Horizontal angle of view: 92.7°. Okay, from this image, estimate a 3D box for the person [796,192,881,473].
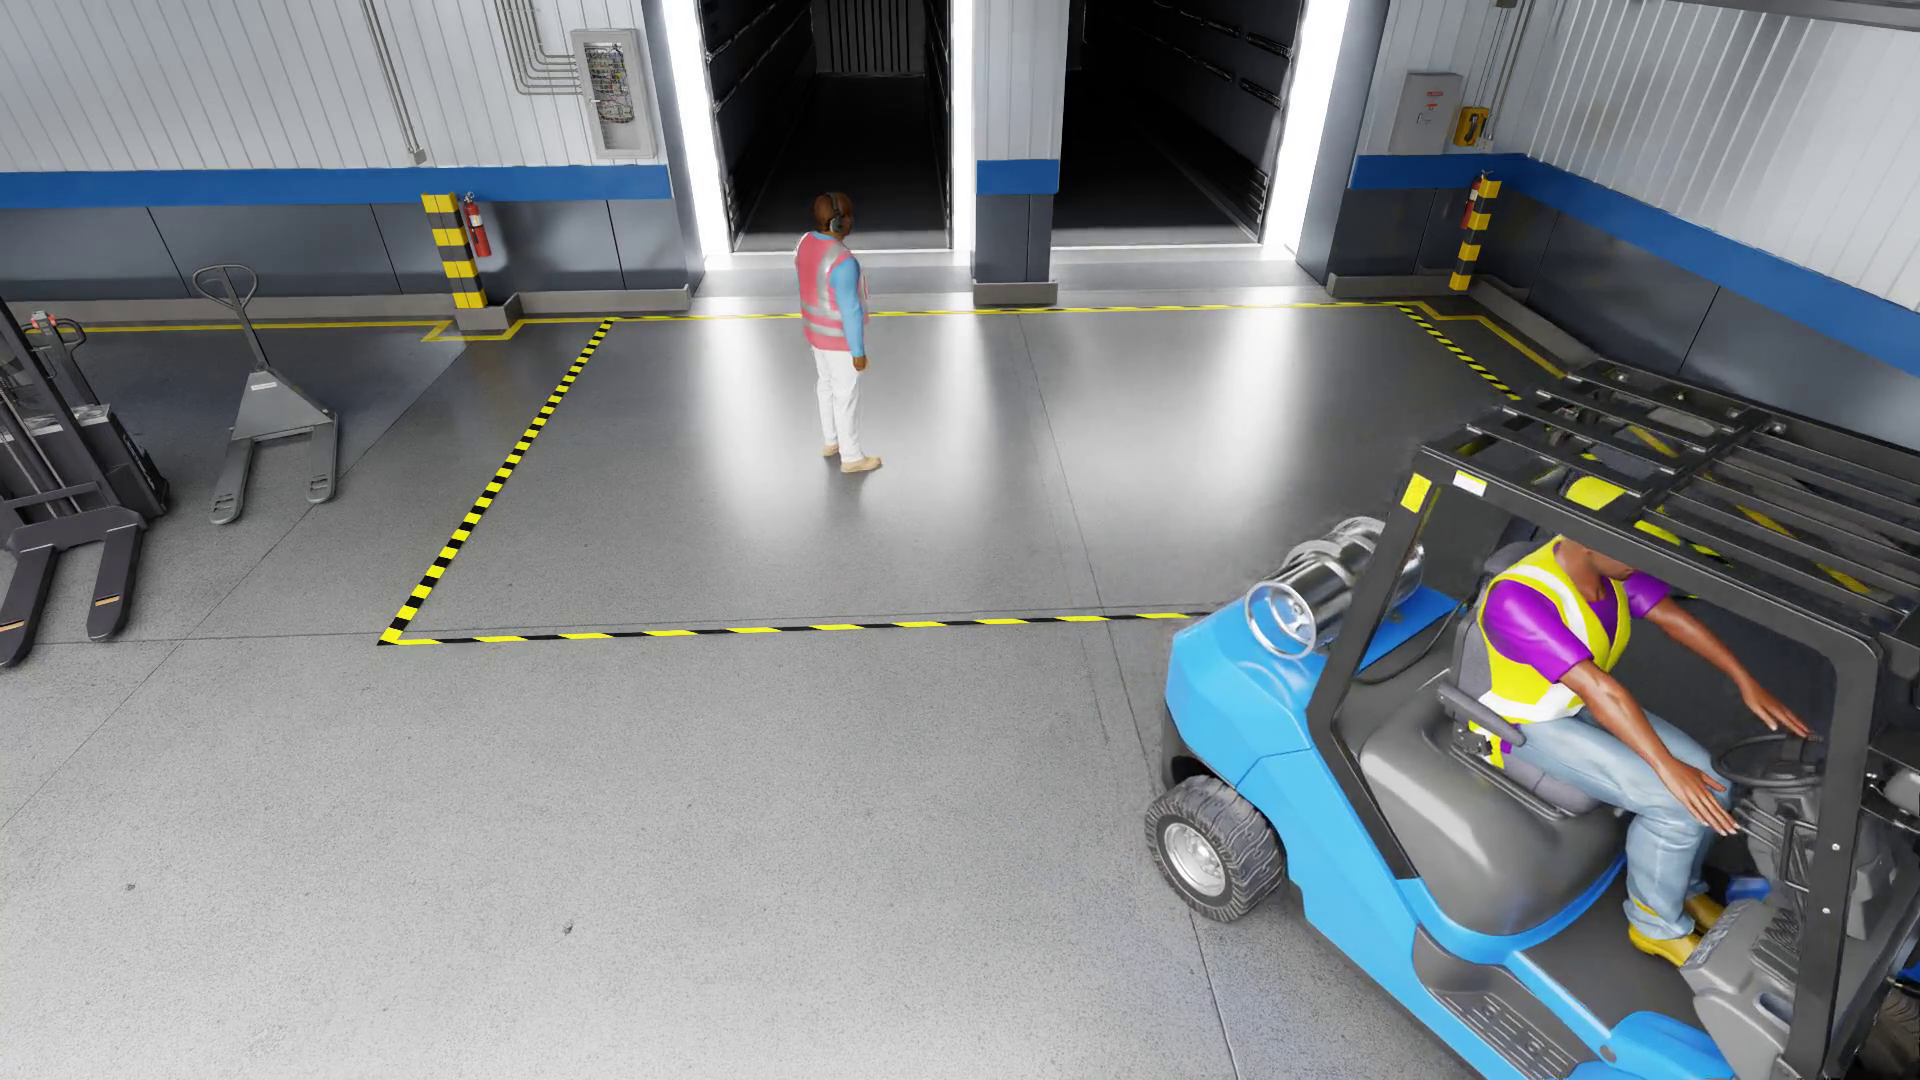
[{"bbox_3d":[-0.810,-1.336,6.061,0.431,1.843,0.659,-20,40,-26],"label":"person"}]

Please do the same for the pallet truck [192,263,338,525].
[{"bbox_3d":[-4.778,-1.027,6.128,0.680,1.201,1.601,-17,38,-23],"label":"pallet truck"}]

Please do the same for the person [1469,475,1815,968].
[{"bbox_3d":[1.962,0.533,2.585,0.635,1.294,1.004,-22,41,-29],"label":"person"}]

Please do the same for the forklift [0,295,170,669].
[{"bbox_3d":[-5.212,-0.618,4.878,0.823,1.965,1.885,-20,39,-26],"label":"forklift"}]

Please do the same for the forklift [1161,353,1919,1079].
[{"bbox_3d":[1.933,0.657,2.735,1.157,2.036,2.680,-22,41,-29],"label":"forklift"}]
